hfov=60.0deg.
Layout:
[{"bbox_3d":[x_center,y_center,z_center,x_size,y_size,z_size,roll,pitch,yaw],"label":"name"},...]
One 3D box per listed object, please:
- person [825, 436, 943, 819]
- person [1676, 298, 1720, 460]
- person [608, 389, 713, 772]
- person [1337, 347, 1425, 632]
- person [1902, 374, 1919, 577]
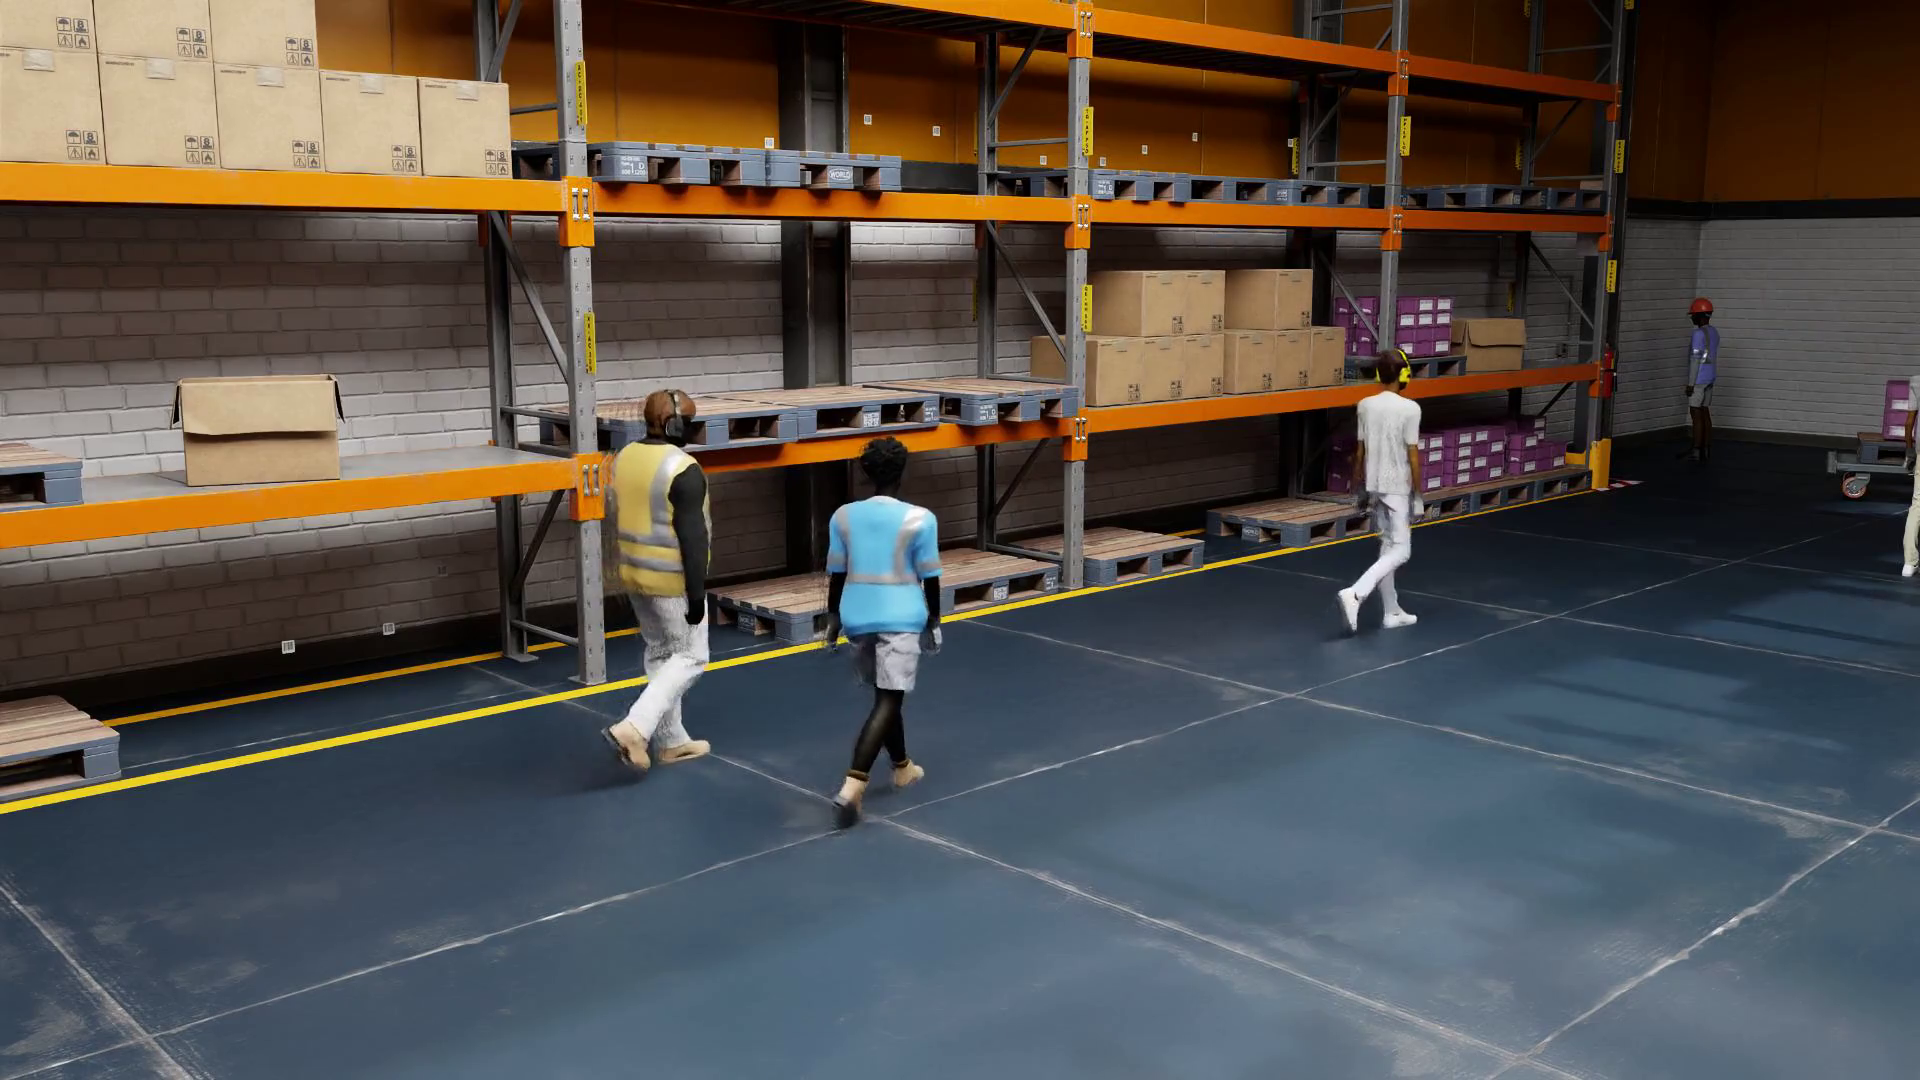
[{"bbox_3d":[-0.369,0.378,7.285,0.554,1.653,0.822,5,11,27],"label":"person"},{"bbox_3d":[8.843,-1.922,19.925,0.382,1.931,0.540,9,13,43],"label":"person"},{"bbox_3d":[-1.432,0.207,7.795,0.630,1.823,0.586,9,13,42],"label":"person"},{"bbox_3d":[2.730,-0.310,10.700,0.746,1.849,0.529,-6,11,-32],"label":"person"},{"bbox_3d":[7.373,-0.628,12.516,0.328,1.872,0.514,-7,12,-35],"label":"person"}]
